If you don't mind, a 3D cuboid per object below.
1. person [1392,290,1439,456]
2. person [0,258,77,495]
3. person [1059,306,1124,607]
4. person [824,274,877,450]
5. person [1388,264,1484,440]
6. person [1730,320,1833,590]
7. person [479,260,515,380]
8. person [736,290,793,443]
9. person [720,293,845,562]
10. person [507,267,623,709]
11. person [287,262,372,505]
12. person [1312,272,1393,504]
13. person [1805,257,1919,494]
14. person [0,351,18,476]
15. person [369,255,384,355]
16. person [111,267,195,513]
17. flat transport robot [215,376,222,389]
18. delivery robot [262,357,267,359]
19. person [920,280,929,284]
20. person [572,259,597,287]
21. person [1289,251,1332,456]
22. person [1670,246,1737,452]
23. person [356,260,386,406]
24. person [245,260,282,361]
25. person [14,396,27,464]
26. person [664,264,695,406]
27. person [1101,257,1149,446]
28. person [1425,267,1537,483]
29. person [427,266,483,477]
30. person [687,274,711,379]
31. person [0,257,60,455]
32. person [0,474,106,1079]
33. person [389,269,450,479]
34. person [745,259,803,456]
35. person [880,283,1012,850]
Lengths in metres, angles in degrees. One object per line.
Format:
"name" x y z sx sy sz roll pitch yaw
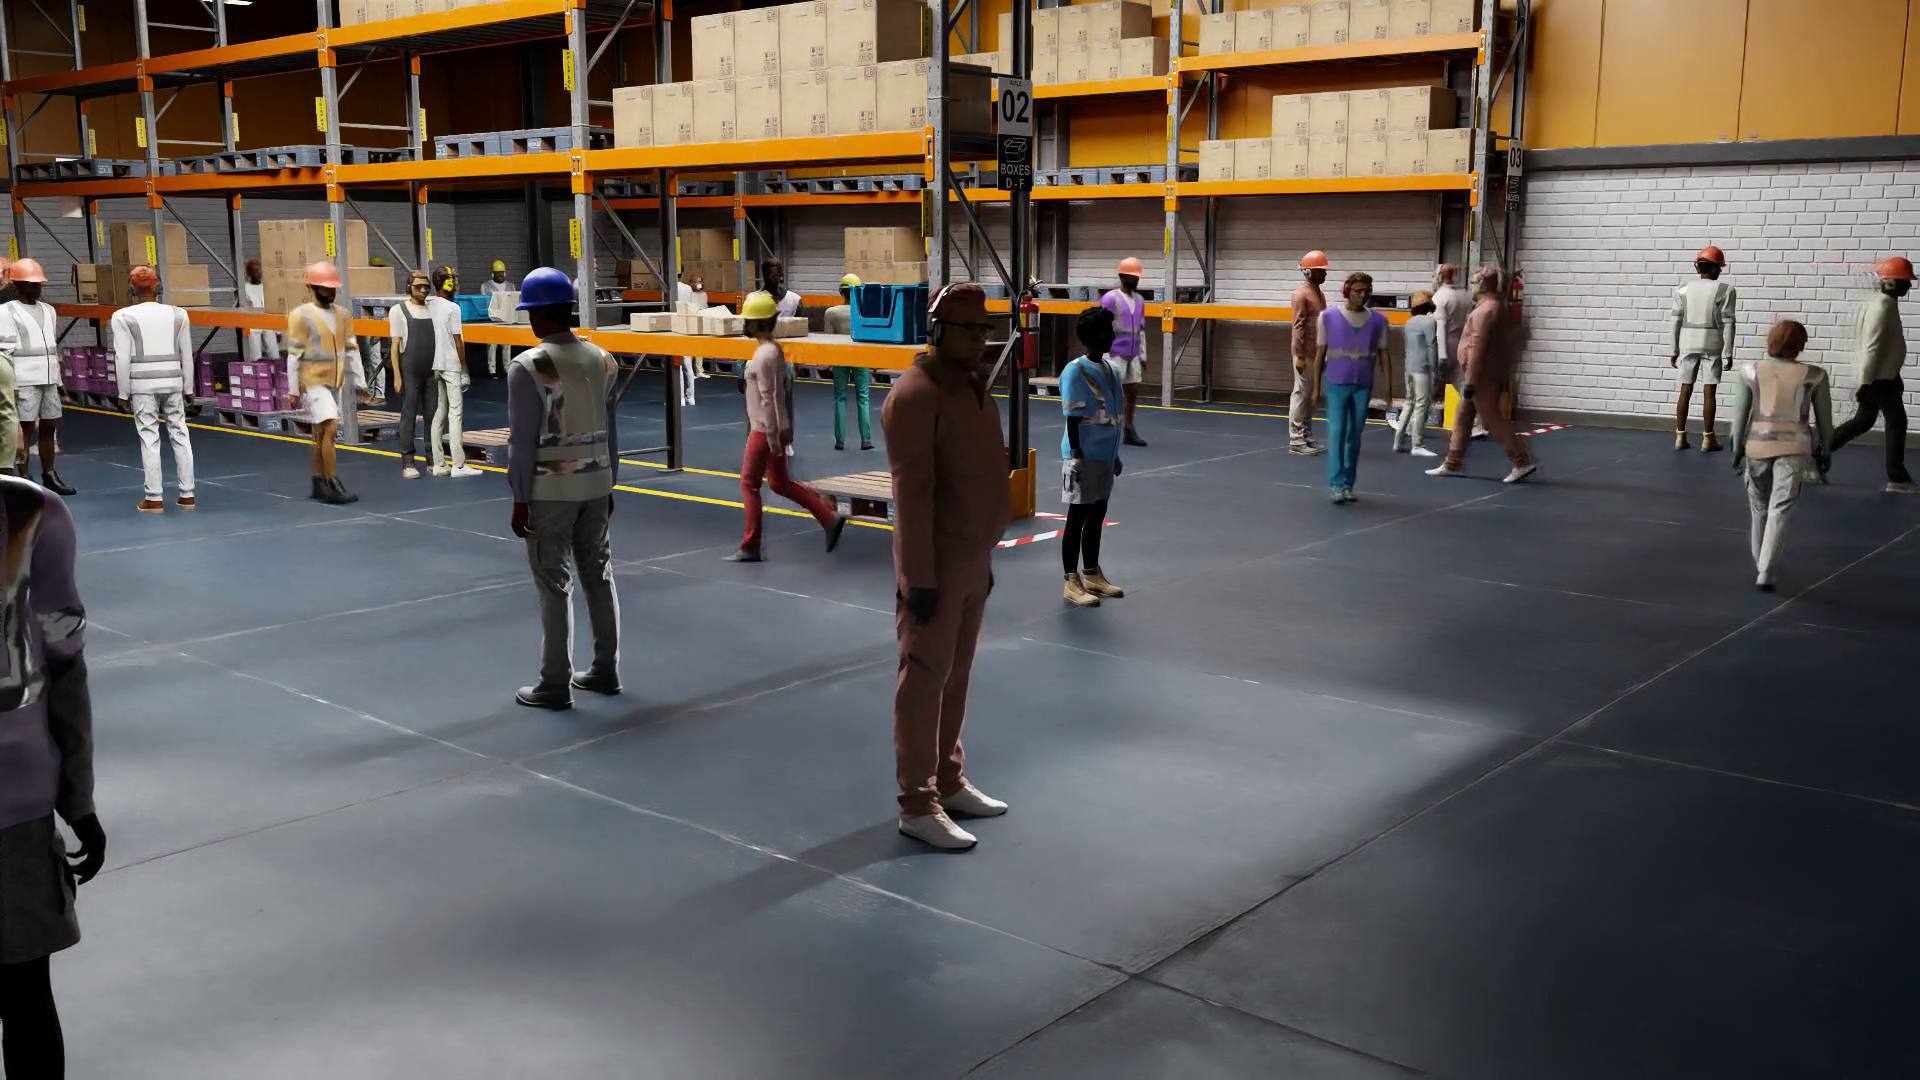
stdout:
"person" 4.470 -1.627 16.262 0.333 1.619 0.586 -2 10 -12
"person" -7.457 -1.293 13.435 0.358 1.936 0.552 3 10 16
"person" 0.759 -0.480 9.496 0.318 1.697 0.533 6 12 33
"person" -1.096 -1.786 16.738 0.533 1.765 0.322 0 10 3
"person" 5.115 -1.979 17.593 0.669 1.855 1.064 -9 13 -42
"person" 4.944 -0.519 10.020 0.539 1.590 0.874 8 12 37
"person" -7.093 -3.387 25.655 0.588 1.834 0.403 -8 13 -39
"person" -1.785 -1.458 15.221 0.515 1.641 0.309 -1 10 -7
"person" -1.158 -0.714 10.690 0.735 1.746 0.516 1 10 5
"person" -1.759 -0.228 7.374 0.413 1.938 0.610 6 12 32
"person" -4.962 -1.233 13.184 0.798 1.902 0.558 5 11 25
"person" 3.124 -1.182 13.110 0.600 1.822 0.717 -1 10 -4
"person" 7.598 -1.380 13.888 0.945 1.959 0.607 5 11 28
"person" -5.348 -0.440 8.897 0.590 1.827 0.404 1 10 7
"person" -9.987 -3.993 28.885 0.759 1.907 0.598 -2 10 -9
"person" -6.167 -1.145 12.753 0.357 1.881 0.574 9 14 43
"flat transport robot" -11.223 -2.221 23.461 1.431 0.197 0.652 4 11 21
"delivery robot" -9.362 -2.221 22.385 0.707 0.478 0.477 6 11 30
"person" -0.382 -2.170 19.227 0.538 1.666 0.828 -3 10 -15
"person" -4.854 -2.746 21.810 0.399 1.905 0.643 1 10 4
"person" 3.439 -1.830 16.332 0.381 1.994 0.617 6 12 31
"person" 7.432 -1.908 16.641 0.612 2.039 0.392 9 13 42
"person" -7.643 -2.694 21.409 0.636 1.938 0.358 9 13 41
"person" -9.263 -2.764 22.013 0.417 1.867 0.606 10 14 43
"person" -5.928 -0.588 10.051 0.941 1.707 0.528 3 10 15
"person" -3.624 -2.648 21.349 0.310 1.868 0.532 5 11 28
"person" 1.678 -1.919 17.018 0.578 1.933 0.415 -7 12 -37
"person" 4.593 -1.435 14.449 0.959 1.871 0.653 5 11 27
"person" -4.544 -1.488 14.760 0.521 1.865 0.328 6 12 30
"person" -4.100 -3.314 25.837 0.279 1.627 0.504 7 12 34
"person" -9.162 -1.790 16.225 0.639 1.947 0.594 8 13 39
"person" -1.926 0.513 3.156 0.552 1.934 0.363 -7 12 -36
"person" -4.756 -1.463 14.669 0.327 1.842 0.517 9 14 42
"person" -1.823 -1.780 16.266 0.592 1.919 0.392 1 10 4
"person" -0.019 0.079 5.726 0.400 1.905 0.643 4 11 21
